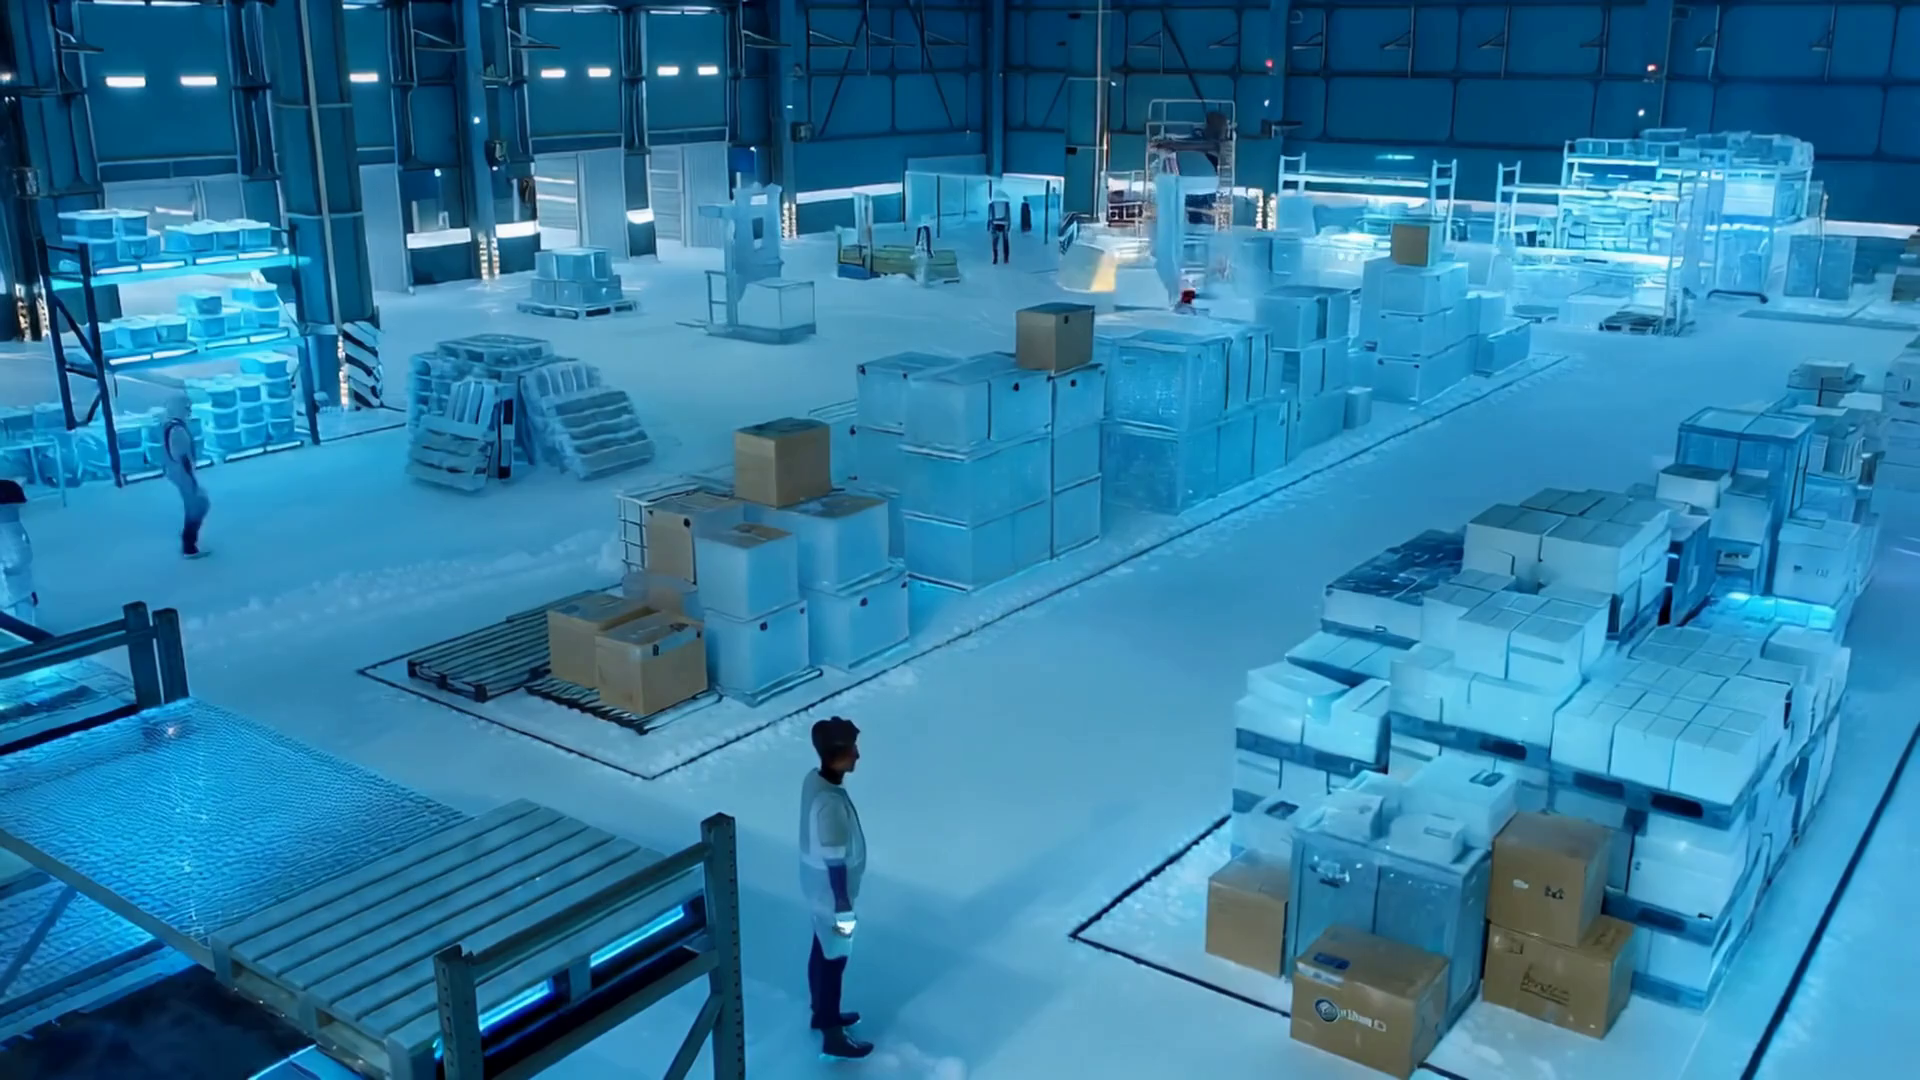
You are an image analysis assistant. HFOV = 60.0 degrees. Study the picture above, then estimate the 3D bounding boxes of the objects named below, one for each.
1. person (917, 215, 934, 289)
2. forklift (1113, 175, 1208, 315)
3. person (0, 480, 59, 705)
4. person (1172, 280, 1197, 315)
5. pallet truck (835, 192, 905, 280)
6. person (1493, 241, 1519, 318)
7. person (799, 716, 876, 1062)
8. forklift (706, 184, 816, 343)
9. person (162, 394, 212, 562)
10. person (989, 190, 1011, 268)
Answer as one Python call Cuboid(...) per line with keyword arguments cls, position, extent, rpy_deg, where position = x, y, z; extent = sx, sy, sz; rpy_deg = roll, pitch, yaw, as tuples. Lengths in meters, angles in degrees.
Cuboid(cls="person", position=(-0.802, -6.443, 37.222), extent=(0.306, 1.640, 0.522), rpy_deg=(-9, 19, -26))
Cuboid(cls="forklift", position=(4.016, -5.765, 32.864), extent=(1.873, 2.768, 1.129), rpy_deg=(2, 17, 8))
Cuboid(cls="person", position=(-7.917, 0.428, 13.982), extent=(0.373, 1.923, 0.593), rpy_deg=(-3, 17, -11))
Cuboid(cls="person", position=(3.397, -2.953, 25.154), extent=(0.352, 1.940, 0.545), rpy_deg=(-7, 18, -21))
Cuboid(cls="pallet truck", position=(-1.936, -7.159, 38.982), extent=(1.885, 1.965, 0.823), rpy_deg=(-12, 21, -34))
Cuboid(cls="person", position=(9.897, -4.455, 30.161), extent=(0.509, 1.915, 0.664), rpy_deg=(4, 17, 14))
Cuboid(cls="person", position=(-0.689, 1.887, 9.081), extent=(0.368, 1.967, 0.600), rpy_deg=(-4, 17, -14))
Cuboid(cls="forklift", position=(-3.717, -5.181, 30.929), extent=(1.873, 2.768, 1.129), rpy_deg=(12, 21, 35))
Cuboid(cls="person", position=(-8.223, -0.665, 17.772), extent=(0.462, 1.822, 0.542), rpy_deg=(-13, 21, -37))
Cuboid(cls="person", position=(0.967, -7.590, 40.607), extent=(0.575, 1.882, 0.356), rpy_deg=(-6, 18, -19))
